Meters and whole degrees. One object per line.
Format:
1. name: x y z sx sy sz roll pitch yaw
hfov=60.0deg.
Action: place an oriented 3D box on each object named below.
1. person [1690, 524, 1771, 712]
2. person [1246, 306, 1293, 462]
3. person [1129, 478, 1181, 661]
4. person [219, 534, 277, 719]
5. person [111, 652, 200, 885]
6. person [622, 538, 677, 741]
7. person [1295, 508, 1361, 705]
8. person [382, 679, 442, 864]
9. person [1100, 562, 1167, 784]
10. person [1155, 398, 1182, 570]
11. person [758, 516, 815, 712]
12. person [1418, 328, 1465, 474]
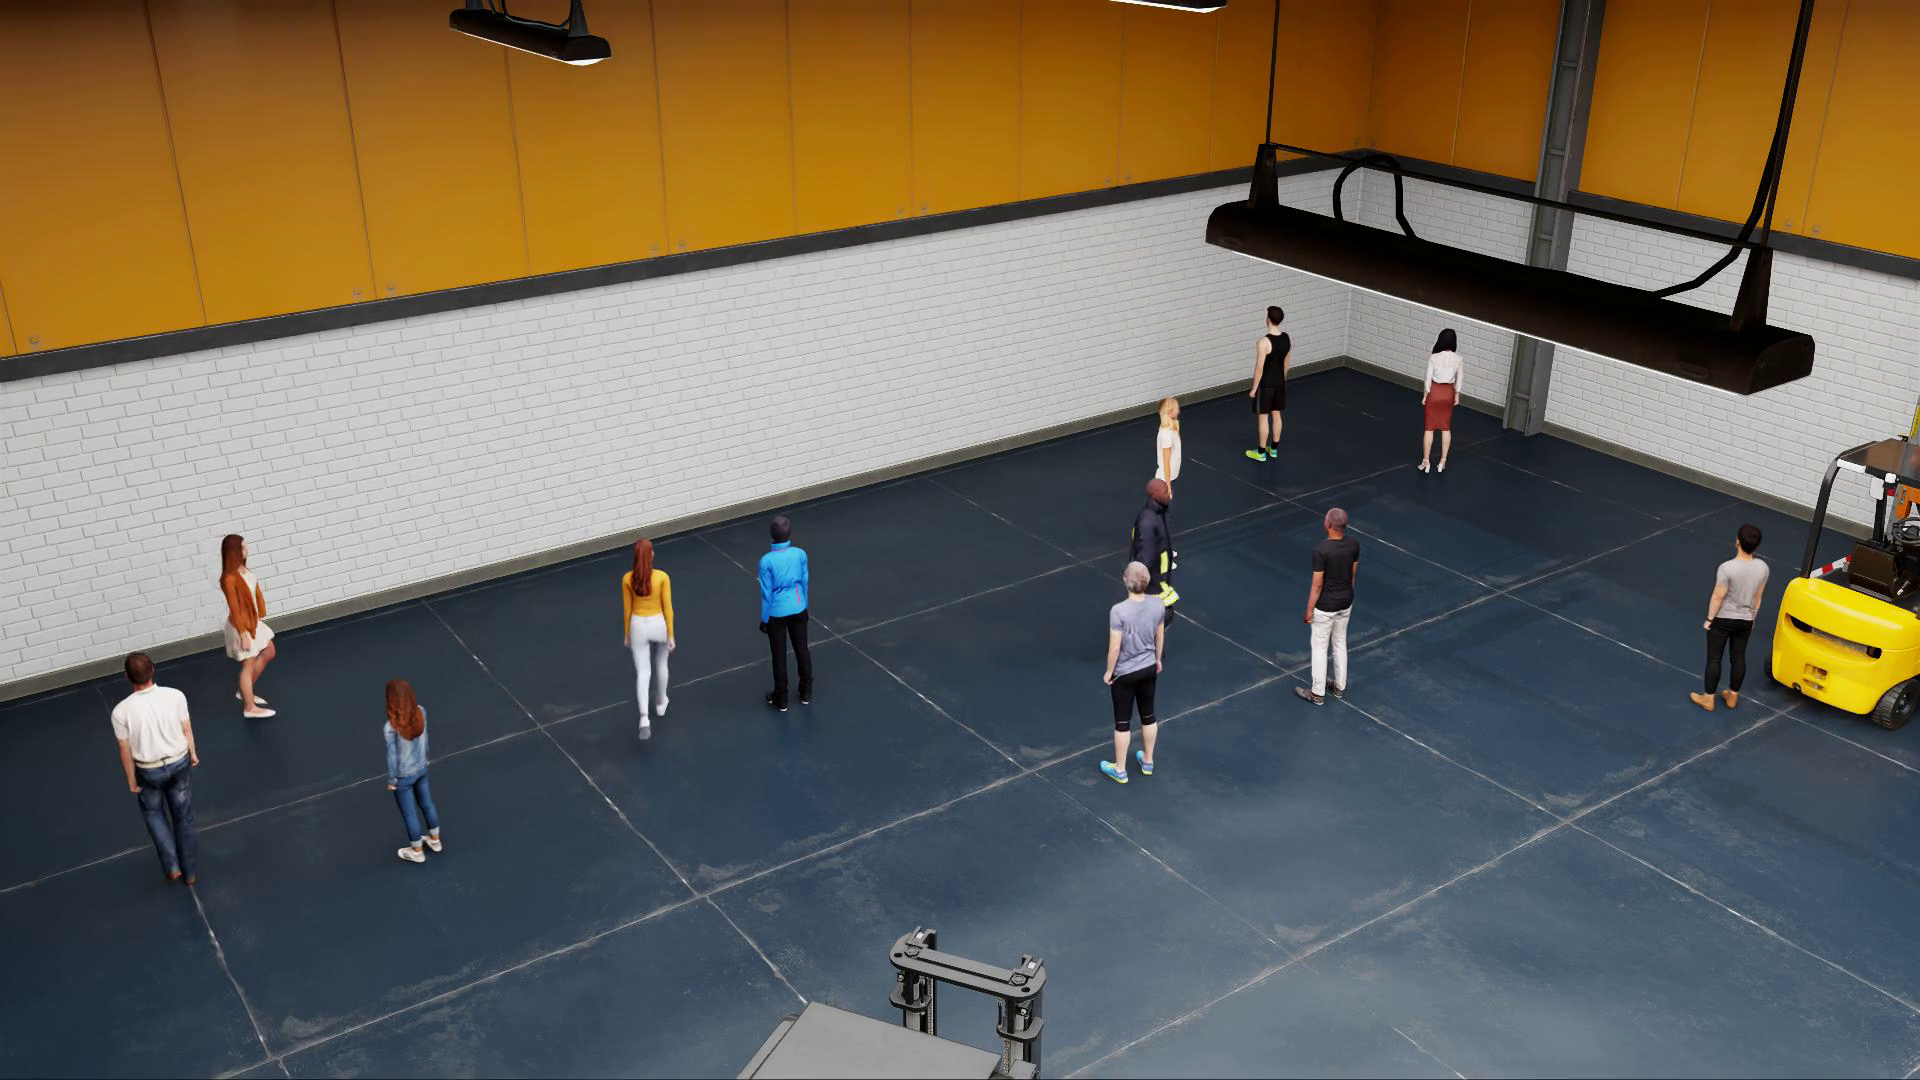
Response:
1. person: 6.669 0.661 14.353 0.686 1.724 0.696 -2 24 -4
2. person: 3.725 -1.882 19.959 0.685 1.892 0.584 -14 27 -29
3. person: 1.652 0.287 15.101 0.968 1.810 0.920 7 25 16
4. person: -6.184 0.746 14.175 0.808 1.710 0.709 -4 24 -10
5. person: -5.668 1.683 11.869 0.659 1.839 0.672 -15 28 -31
6. person: -2.611 0.840 13.939 0.985 1.727 1.209 -2 24 -4
7. person: 3.223 0.568 14.465 0.682 1.804 0.597 -13 27 -27
8. person: -4.062 1.697 12.292 0.649 1.475 0.628 10 25 21
9. person: 1.396 1.049 13.267 0.702 1.883 0.643 -10 26 -22
10. person: 2.116 -0.606 17.145 0.723 1.809 0.652 3 24 7
11. person: -1.498 0.628 14.343 0.624 1.792 0.557 -13 27 -27
12. person: 5.655 -1.644 19.592 0.679 1.751 0.692 -1 24 -1
